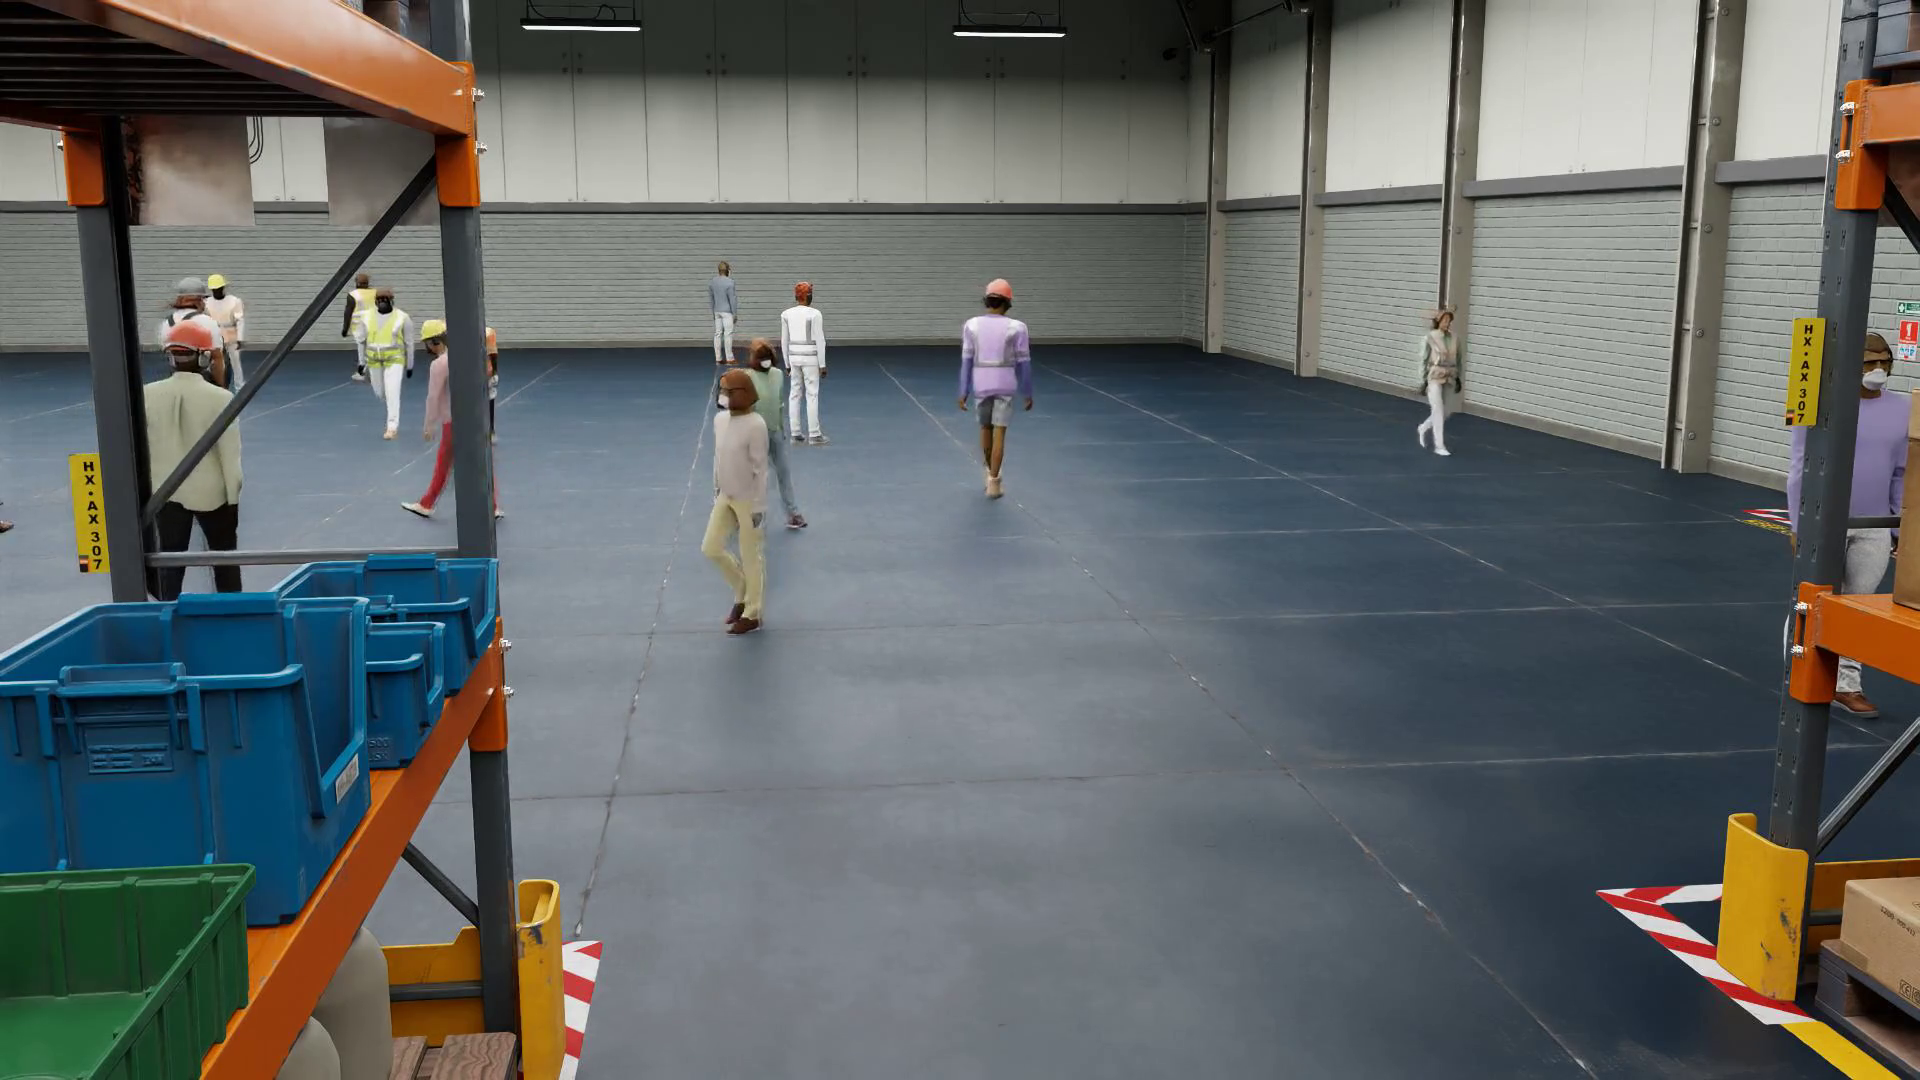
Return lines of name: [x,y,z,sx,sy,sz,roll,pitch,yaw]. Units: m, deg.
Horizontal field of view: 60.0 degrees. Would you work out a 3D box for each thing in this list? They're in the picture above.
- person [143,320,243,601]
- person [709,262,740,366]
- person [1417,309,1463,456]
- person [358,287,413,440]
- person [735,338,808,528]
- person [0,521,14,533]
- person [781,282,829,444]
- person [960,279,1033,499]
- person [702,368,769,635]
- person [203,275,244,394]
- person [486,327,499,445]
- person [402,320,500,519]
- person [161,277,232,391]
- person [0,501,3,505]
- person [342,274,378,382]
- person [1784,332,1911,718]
person: [-4.367,-0.268,9.429,0.607,1.951,1.022,-1,10,-4]
person: [-4.413,-4.235,31.170,0.630,1.940,0.373,7,13,34]
person: [5.305,-1.763,18.486,0.523,1.616,0.658,-4,11,-21]
person: [-6.900,-2.145,20.076,0.629,1.812,0.861,1,10,3]
person: [-1.590,-0.864,13.655,0.732,1.586,0.538,8,13,39]
person: [-8.016,-0.937,13.230,0.689,1.882,0.828,5,11,24]
person: [-1.802,-2.050,19.346,0.573,1.883,0.355,6,12,29]
person: [0.373,-1.419,15.544,0.650,1.998,0.962,3,11,17]
person: [-1.353,-0.228,10.045,0.341,1.620,0.520,-10,14,-44]
person: [-10.705,-2.922,24.207,0.592,1.859,1.051,-3,11,-14]
person: [-5.513,-1.889,19.006,0.558,1.668,0.708,0,10,-2]
person: [-4.338,-0.998,14.056,0.929,1.701,0.601,1,10,3]
person: [-7.270,-1.511,15.955,0.701,2.000,0.541,5,12,26]
person: [-9.062,-1.192,14.845,0.777,1.821,0.571,2,11,13]
person: [-9.898,-3.516,27.646,0.972,1.799,0.625,6,12,30]
person: [4.437,-0.066,8.313,0.627,1.940,0.371,0,10,-2]
